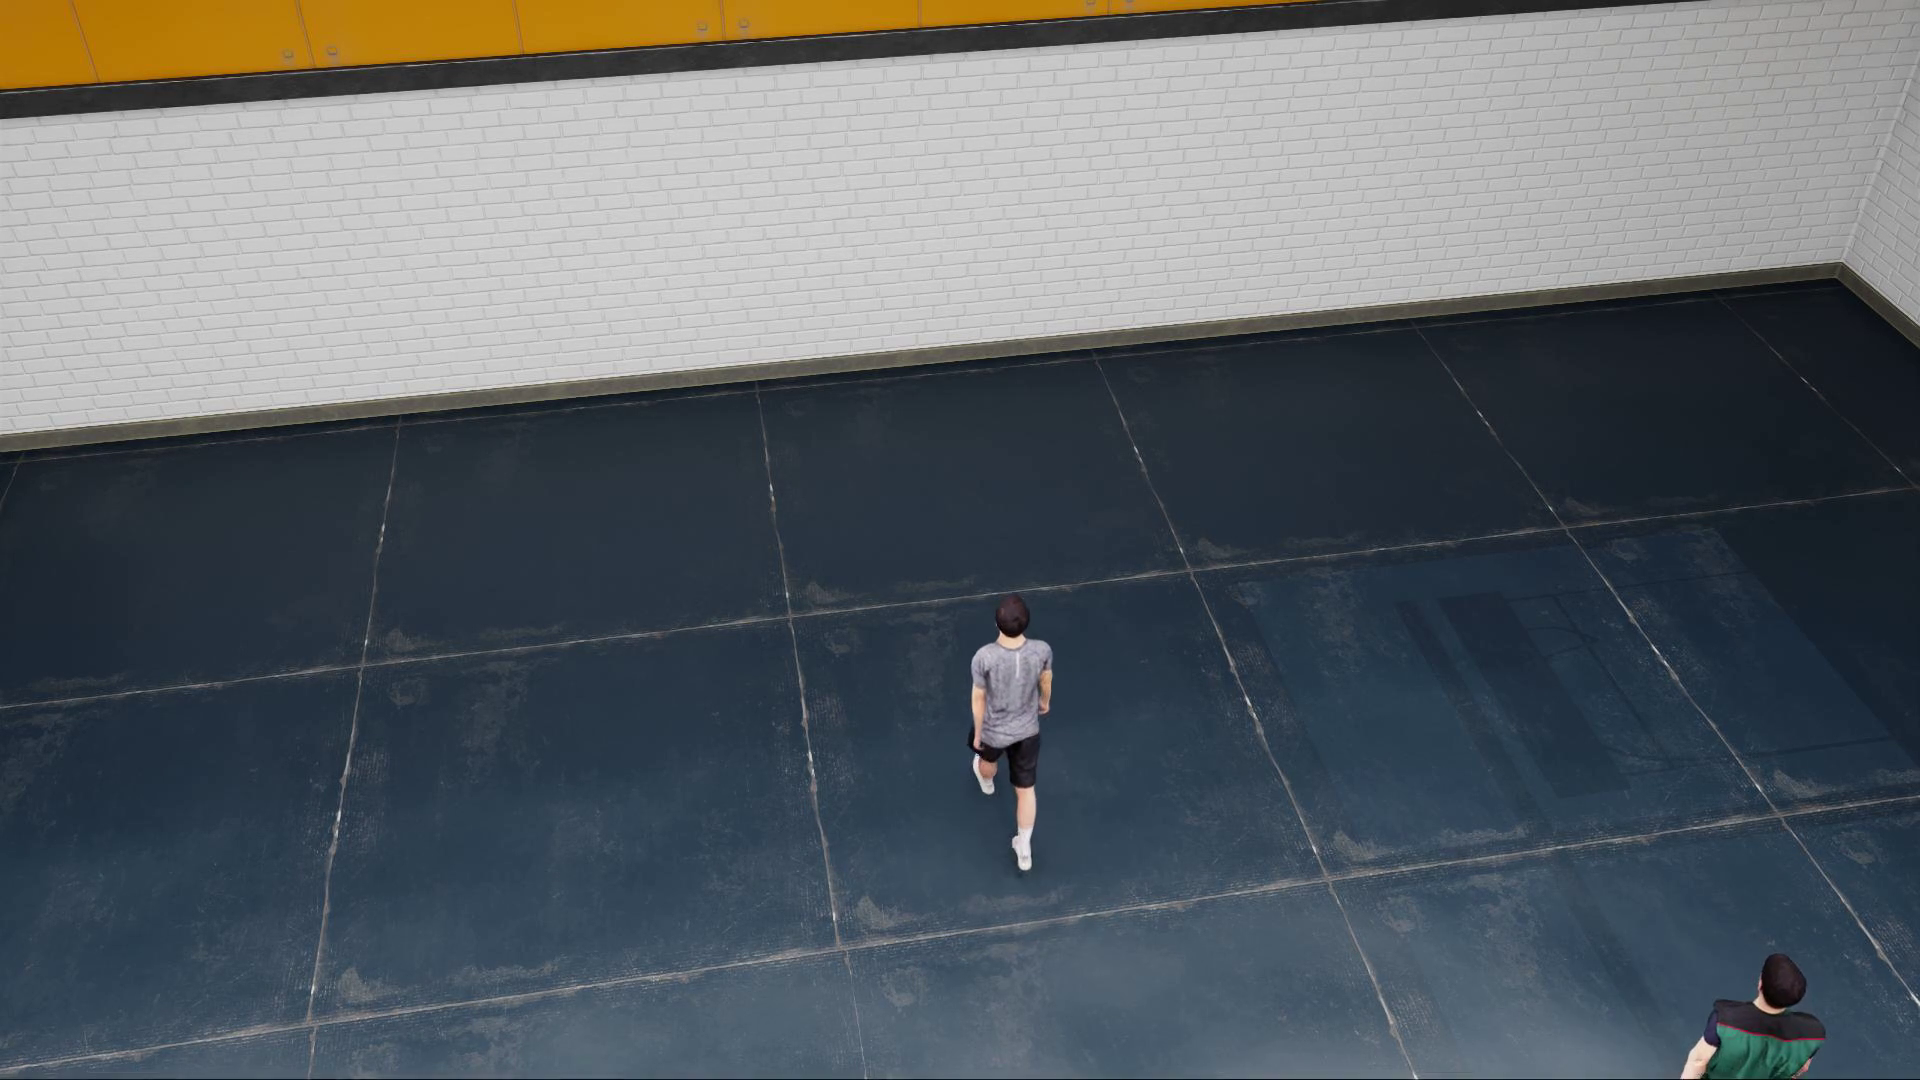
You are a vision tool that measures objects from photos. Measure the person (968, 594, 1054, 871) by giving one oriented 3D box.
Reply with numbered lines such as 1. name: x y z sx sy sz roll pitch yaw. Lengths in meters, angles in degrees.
1. person: 0.318 1.173 9.806 0.666 1.825 1.164 -7 39 -8

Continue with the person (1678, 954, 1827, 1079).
1. person: 3.638 2.710 7.847 0.970 1.868 1.198 7 39 9
